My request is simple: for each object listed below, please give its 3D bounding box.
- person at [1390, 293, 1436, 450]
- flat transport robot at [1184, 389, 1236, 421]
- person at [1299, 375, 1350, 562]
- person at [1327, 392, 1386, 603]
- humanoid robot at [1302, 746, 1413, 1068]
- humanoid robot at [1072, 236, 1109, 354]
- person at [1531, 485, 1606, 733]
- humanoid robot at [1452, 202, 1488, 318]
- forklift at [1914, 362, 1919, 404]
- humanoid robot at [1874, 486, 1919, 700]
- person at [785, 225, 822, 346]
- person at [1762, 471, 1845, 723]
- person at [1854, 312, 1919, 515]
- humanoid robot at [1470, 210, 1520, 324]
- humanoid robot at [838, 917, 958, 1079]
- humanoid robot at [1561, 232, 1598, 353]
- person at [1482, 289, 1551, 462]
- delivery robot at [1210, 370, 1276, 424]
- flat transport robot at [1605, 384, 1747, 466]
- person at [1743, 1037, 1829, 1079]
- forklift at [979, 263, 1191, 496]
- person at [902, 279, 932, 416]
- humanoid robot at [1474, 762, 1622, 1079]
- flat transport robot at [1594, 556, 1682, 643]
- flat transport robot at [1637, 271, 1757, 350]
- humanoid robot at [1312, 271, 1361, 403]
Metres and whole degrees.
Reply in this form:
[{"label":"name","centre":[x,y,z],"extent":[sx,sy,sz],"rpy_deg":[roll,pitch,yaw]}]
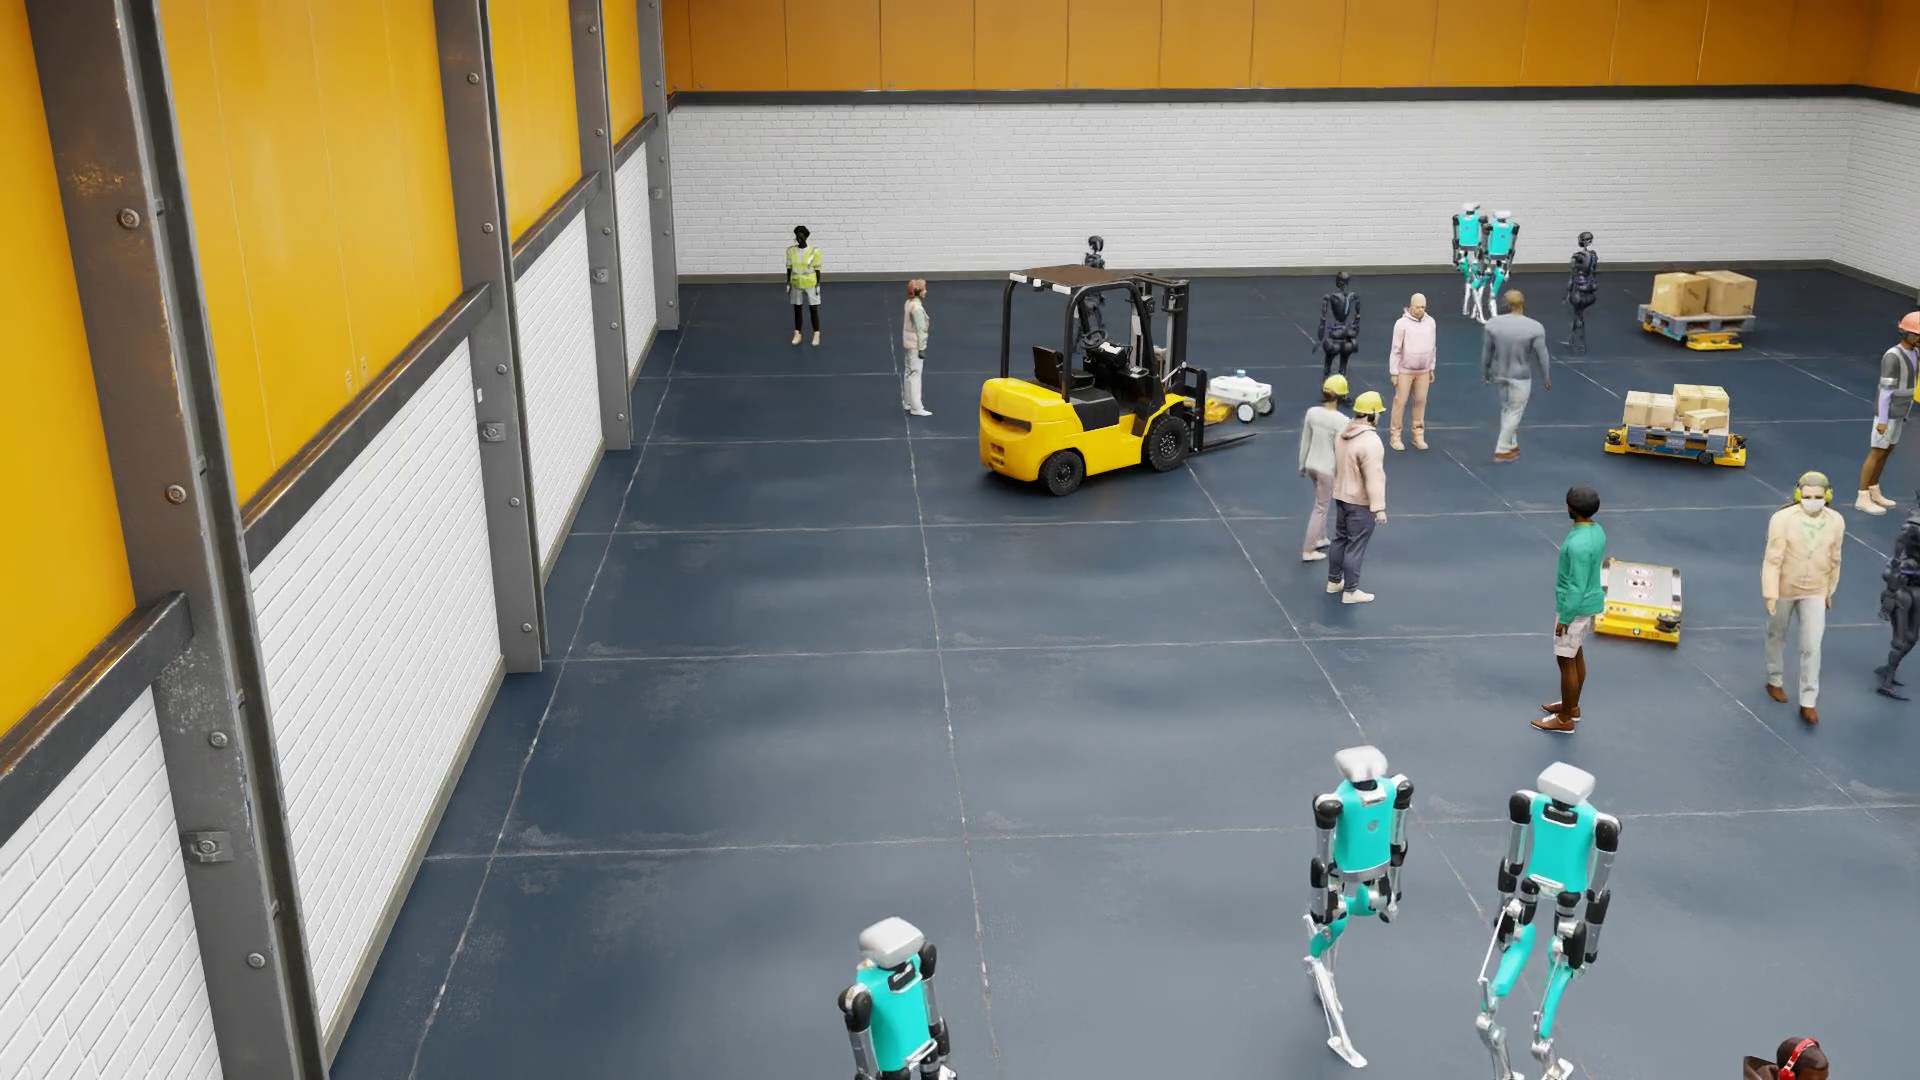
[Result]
[{"label":"person","centre":[5.040,-1.888,18.589],"extent":[0.537,1.773,0.409],"rpy_deg":[-4,21,-12]},{"label":"flat transport robot","centre":[2.585,-1.682,20.209],"extent":[1.431,0.231,0.659],"rpy_deg":[10,22,24]},{"label":"person","centre":[3.423,-0.664,15.295],"extent":[0.664,1.748,0.524],"rpy_deg":[-11,23,-28]},{"label":"person","centre":[3.404,-0.368,14.332],"extent":[0.429,1.859,0.794],"rpy_deg":[-5,21,-13]},{"label":"humanoid robot","centre":[1.937,1.790,8.665],"extent":[0.576,1.781,0.889],"rpy_deg":[-7,21,-18]},{"label":"humanoid robot","centre":[1.841,-3.332,22.709],"extent":[0.752,1.627,0.601],"rpy_deg":[7,21,19]},{"label":"person","centre":[4.437,0.500,11.974],"extent":[0.377,1.846,0.506],"rpy_deg":[13,24,31]},{"label":"humanoid robot","centre":[7.691,-4.183,24.950],"extent":[0.549,1.813,0.682],"rpy_deg":[16,25,36]},{"label":"forklift","centre":[12.602,-2.435,19.475],"extent":[2.313,2.155,1.214],"rpy_deg":[-1,20,-4]},{"label":"humanoid robot","centre":[7.261,0.368,12.593],"extent":[0.610,1.649,0.461],"rpy_deg":[-11,23,-27]},{"label":"person","centre":[-2.185,-3.560,23.262],"extent":[0.534,1.691,0.317],"rpy_deg":[5,21,14]},{"label":"person","centre":[6.165,0.417,12.194],"extent":[0.562,1.845,0.858],"rpy_deg":[5,21,13]},{"label":"person","centre":[9.290,-1.266,16.509],"extent":[0.609,2.039,0.389],"rpy_deg":[-17,26,-39]},{"label":"humanoid robot","centre":[7.717,-3.944,24.284],"extent":[0.530,1.807,0.759],"rpy_deg":[-3,20,-7]},{"label":"humanoid robot","centre":[-0.021,2.459,6.856],"extent":[0.950,1.758,0.533],"rpy_deg":[14,25,34]},{"label":"humanoid robot","centre":[8.560,-3.417,22.913],"extent":[0.592,1.644,0.481],"rpy_deg":[-14,24,-33]},{"label":"person","centre":[6.073,-1.793,18.145],"extent":[0.581,1.897,0.694],"rpy_deg":[-17,26,-39]},{"label":"delivery robot","centre":[3.353,-1.736,19.925],"extent":[0.768,0.583,0.499],"rpy_deg":[17,26,38]},{"label":"flat transport robot","centre":[7.983,-1.073,18.550],"extent":[1.431,0.231,0.659],"rpy_deg":[9,22,23]},{"label":"person","centre":[3.118,2.618,6.496],"extent":[0.464,1.647,0.308],"rpy_deg":[-9,22,-22]},{"label":"forklift","centre":[1.315,-1.764,17.646],"extent":[2.313,2.155,1.214],"rpy_deg":[-14,24,-33]},{"label":"person","centre":[-0.533,-2.315,19.939],"extent":[0.314,1.640,0.513],"rpy_deg":[-6,21,-15]},{"label":"humanoid robot","centre":[2.768,2.003,8.065],"extent":[0.534,1.795,0.810],"rpy_deg":[16,25,37]},{"label":"flat transport robot","centre":[5.819,0.499,14.266],"extent":[0.659,0.231,1.431],"rpy_deg":[8,22,20]},{"label":"flat transport robot","centre":[10.424,-2.952,23.669],"extent":[0.659,0.231,1.431],"rpy_deg":[-3,20,-9]},{"label":"humanoid robot","centre":[4.619,-2.448,20.273],"extent":[0.598,1.640,0.437],"rpy_deg":[-7,21,-18]}]
